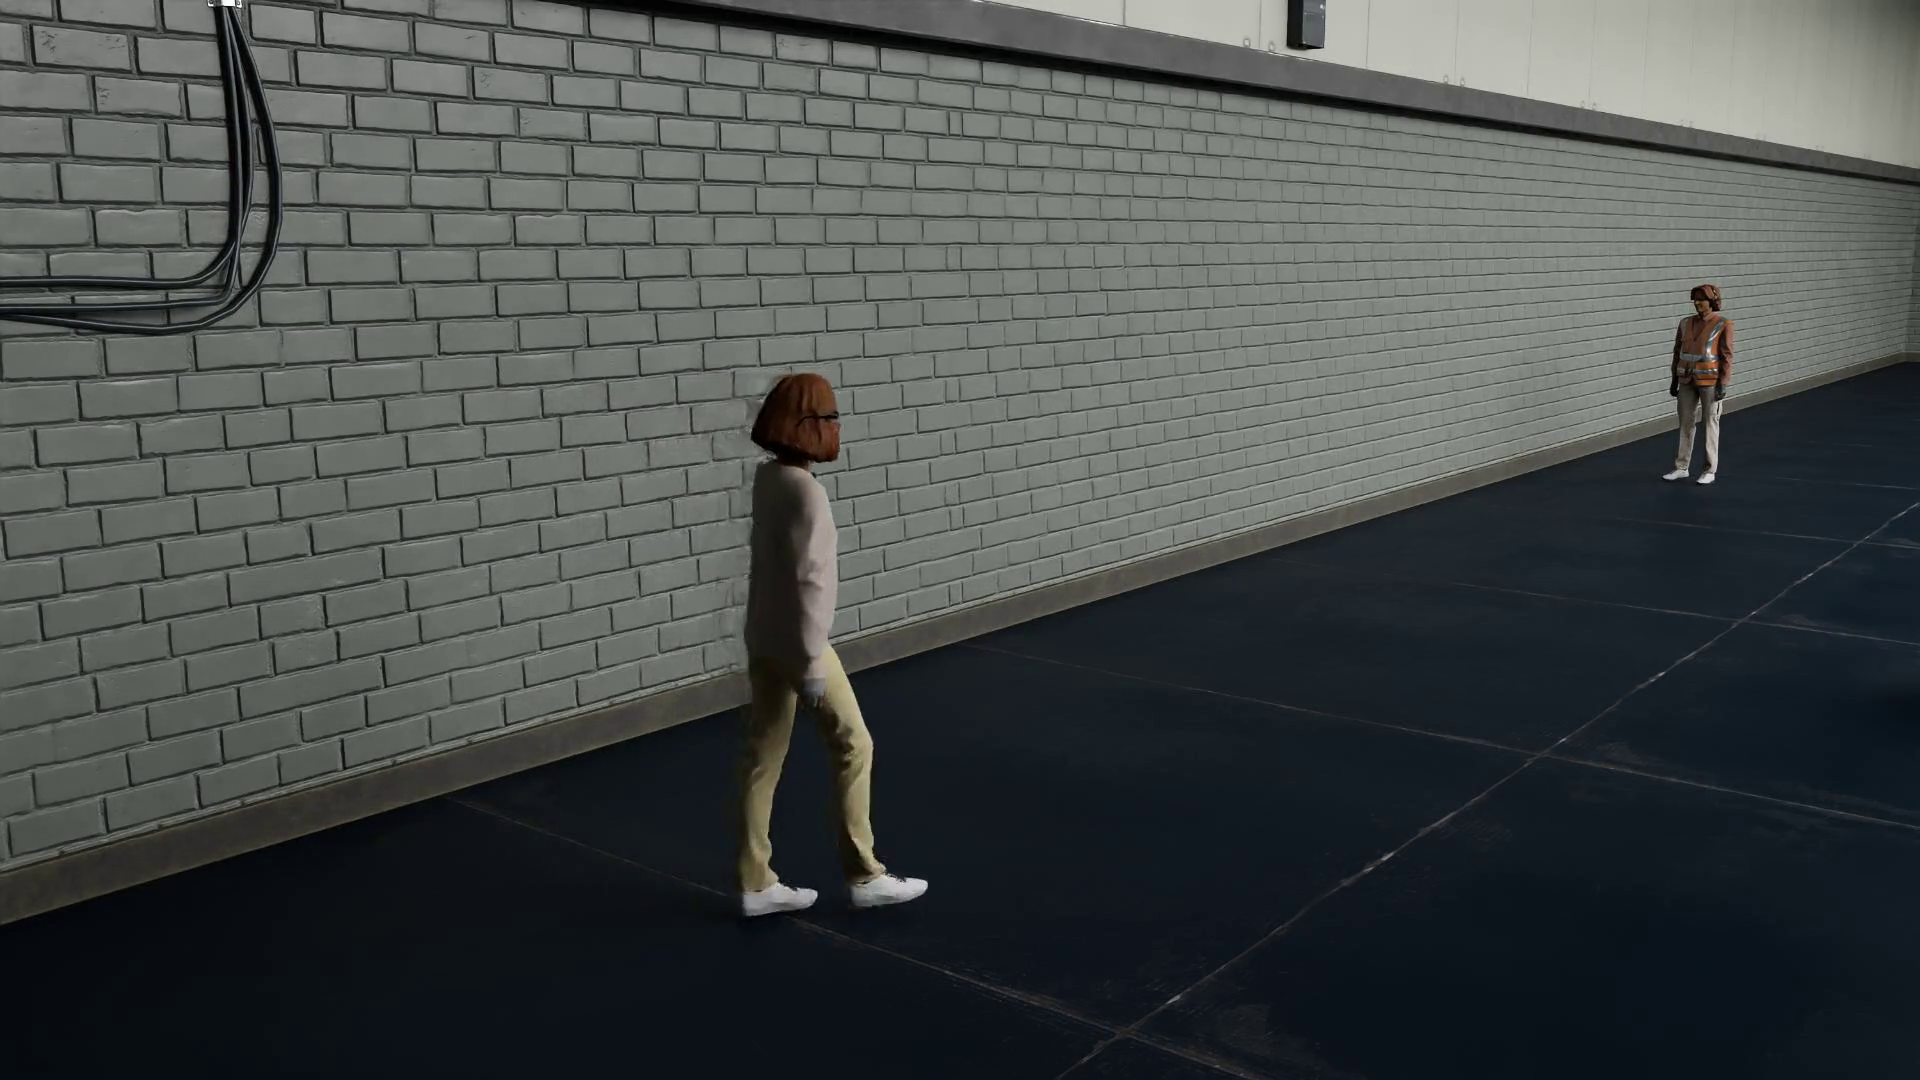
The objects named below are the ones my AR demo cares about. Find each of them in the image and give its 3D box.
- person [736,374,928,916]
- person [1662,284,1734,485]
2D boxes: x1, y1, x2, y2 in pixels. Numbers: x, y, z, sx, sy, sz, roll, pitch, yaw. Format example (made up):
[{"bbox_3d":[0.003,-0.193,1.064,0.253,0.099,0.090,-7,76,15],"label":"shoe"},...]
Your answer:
[{"bbox_3d":[-0.381,0.314,4.930,0.670,1.608,0.523,-5,11,-25],"label":"person"},{"bbox_3d":[6.120,-1.287,13.757,0.306,1.640,0.522,-6,12,-32],"label":"person"}]
